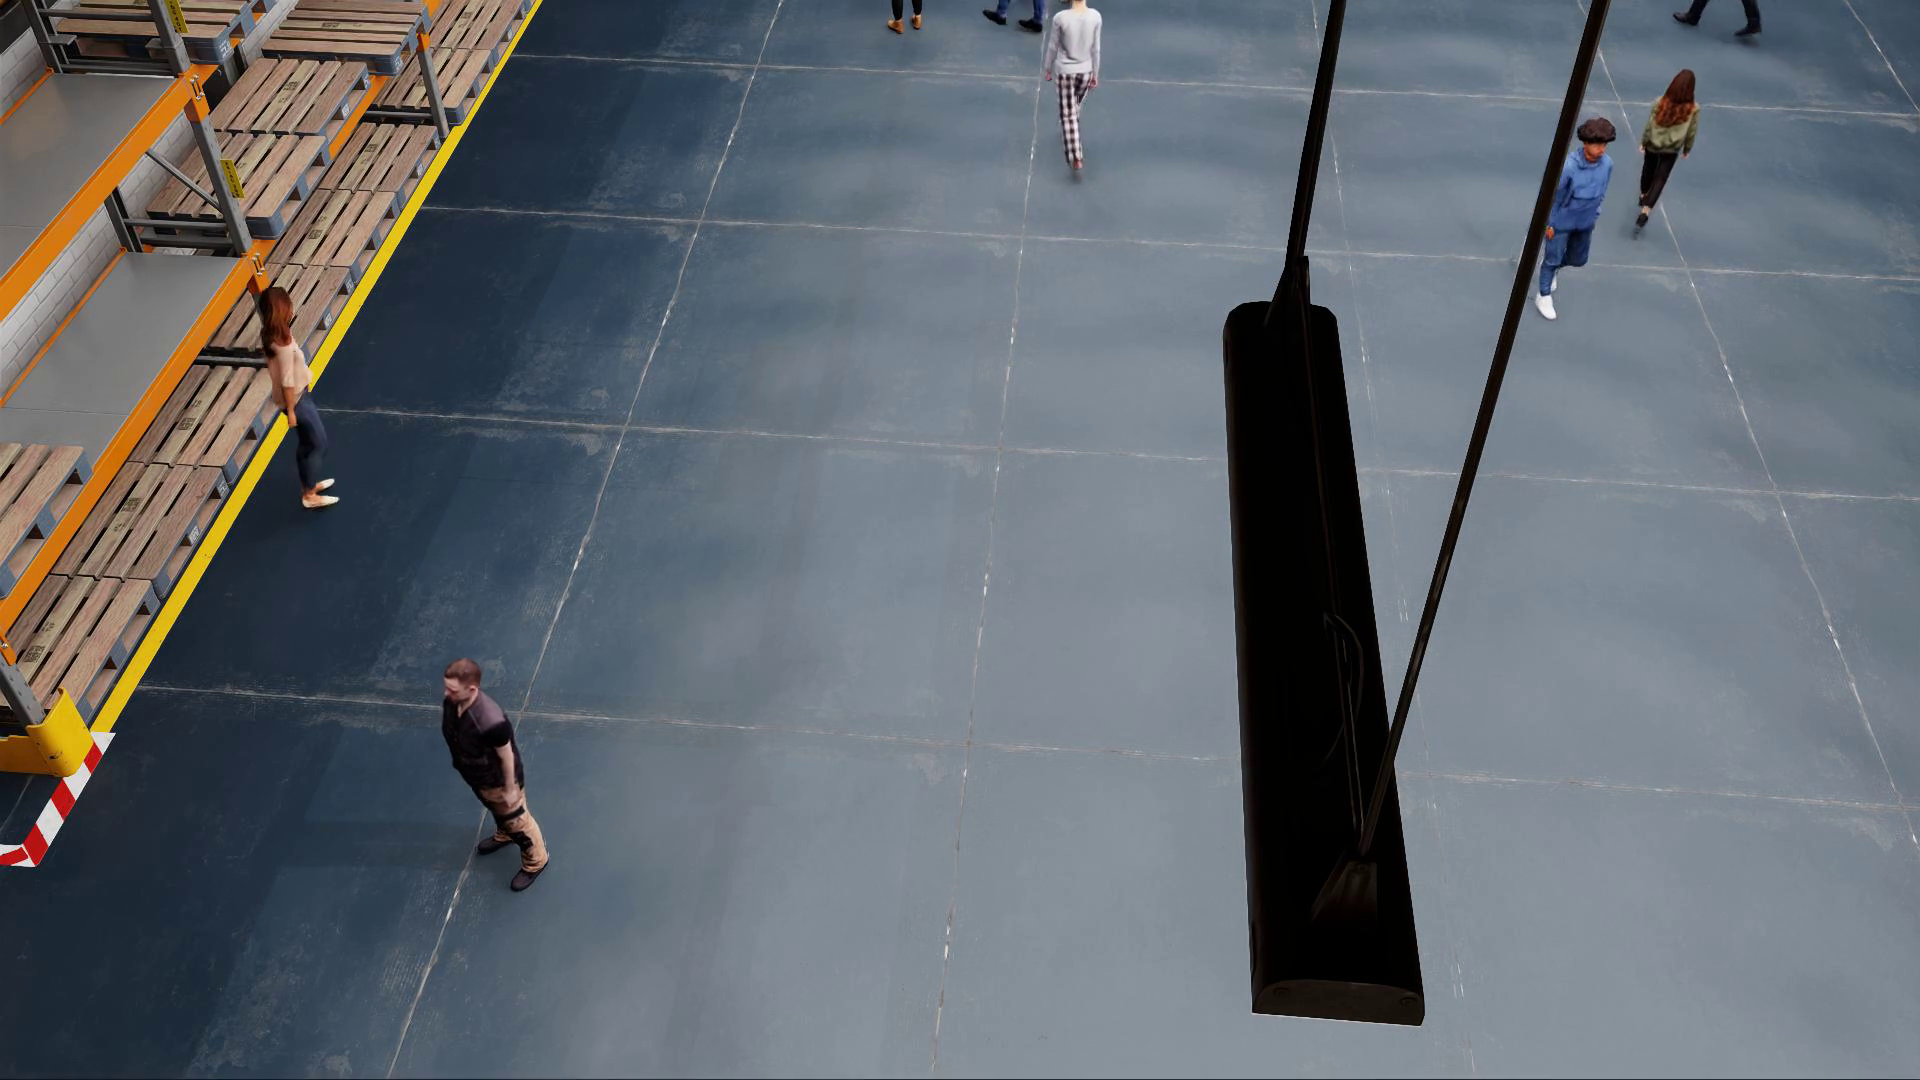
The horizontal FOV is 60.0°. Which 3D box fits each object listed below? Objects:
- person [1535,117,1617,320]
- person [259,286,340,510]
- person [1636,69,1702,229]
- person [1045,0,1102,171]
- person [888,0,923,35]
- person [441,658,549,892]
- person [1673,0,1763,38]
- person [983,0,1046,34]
[{"bbox_3d":[5.068,-2.738,13.910,0.782,1.796,0.861,-8,44,-8],"label":"person"},{"bbox_3d":[-4.884,-0.981,12.103,0.865,1.745,0.780,-12,45,-12],"label":"person"},{"bbox_3d":[6.320,-3.502,14.963,0.844,1.450,1.075,20,47,20],"label":"person"},{"bbox_3d":[1.080,-4.326,15.572,0.848,1.803,1.228,-7,44,-7],"label":"person"},{"bbox_3d":[-0.598,-6.247,17.645,0.685,1.724,0.677,-15,46,-16],"label":"person"},{"bbox_3d":[-2.704,1.302,9.638,0.817,1.839,0.778,-34,53,-30],"label":"person"},{"bbox_3d":[8.273,-6.155,17.493,1.231,1.800,1.273,-32,52,-29],"label":"person"},{"bbox_3d":[0.791,-6.278,17.582,1.032,1.856,1.004,29,51,27],"label":"person"}]
